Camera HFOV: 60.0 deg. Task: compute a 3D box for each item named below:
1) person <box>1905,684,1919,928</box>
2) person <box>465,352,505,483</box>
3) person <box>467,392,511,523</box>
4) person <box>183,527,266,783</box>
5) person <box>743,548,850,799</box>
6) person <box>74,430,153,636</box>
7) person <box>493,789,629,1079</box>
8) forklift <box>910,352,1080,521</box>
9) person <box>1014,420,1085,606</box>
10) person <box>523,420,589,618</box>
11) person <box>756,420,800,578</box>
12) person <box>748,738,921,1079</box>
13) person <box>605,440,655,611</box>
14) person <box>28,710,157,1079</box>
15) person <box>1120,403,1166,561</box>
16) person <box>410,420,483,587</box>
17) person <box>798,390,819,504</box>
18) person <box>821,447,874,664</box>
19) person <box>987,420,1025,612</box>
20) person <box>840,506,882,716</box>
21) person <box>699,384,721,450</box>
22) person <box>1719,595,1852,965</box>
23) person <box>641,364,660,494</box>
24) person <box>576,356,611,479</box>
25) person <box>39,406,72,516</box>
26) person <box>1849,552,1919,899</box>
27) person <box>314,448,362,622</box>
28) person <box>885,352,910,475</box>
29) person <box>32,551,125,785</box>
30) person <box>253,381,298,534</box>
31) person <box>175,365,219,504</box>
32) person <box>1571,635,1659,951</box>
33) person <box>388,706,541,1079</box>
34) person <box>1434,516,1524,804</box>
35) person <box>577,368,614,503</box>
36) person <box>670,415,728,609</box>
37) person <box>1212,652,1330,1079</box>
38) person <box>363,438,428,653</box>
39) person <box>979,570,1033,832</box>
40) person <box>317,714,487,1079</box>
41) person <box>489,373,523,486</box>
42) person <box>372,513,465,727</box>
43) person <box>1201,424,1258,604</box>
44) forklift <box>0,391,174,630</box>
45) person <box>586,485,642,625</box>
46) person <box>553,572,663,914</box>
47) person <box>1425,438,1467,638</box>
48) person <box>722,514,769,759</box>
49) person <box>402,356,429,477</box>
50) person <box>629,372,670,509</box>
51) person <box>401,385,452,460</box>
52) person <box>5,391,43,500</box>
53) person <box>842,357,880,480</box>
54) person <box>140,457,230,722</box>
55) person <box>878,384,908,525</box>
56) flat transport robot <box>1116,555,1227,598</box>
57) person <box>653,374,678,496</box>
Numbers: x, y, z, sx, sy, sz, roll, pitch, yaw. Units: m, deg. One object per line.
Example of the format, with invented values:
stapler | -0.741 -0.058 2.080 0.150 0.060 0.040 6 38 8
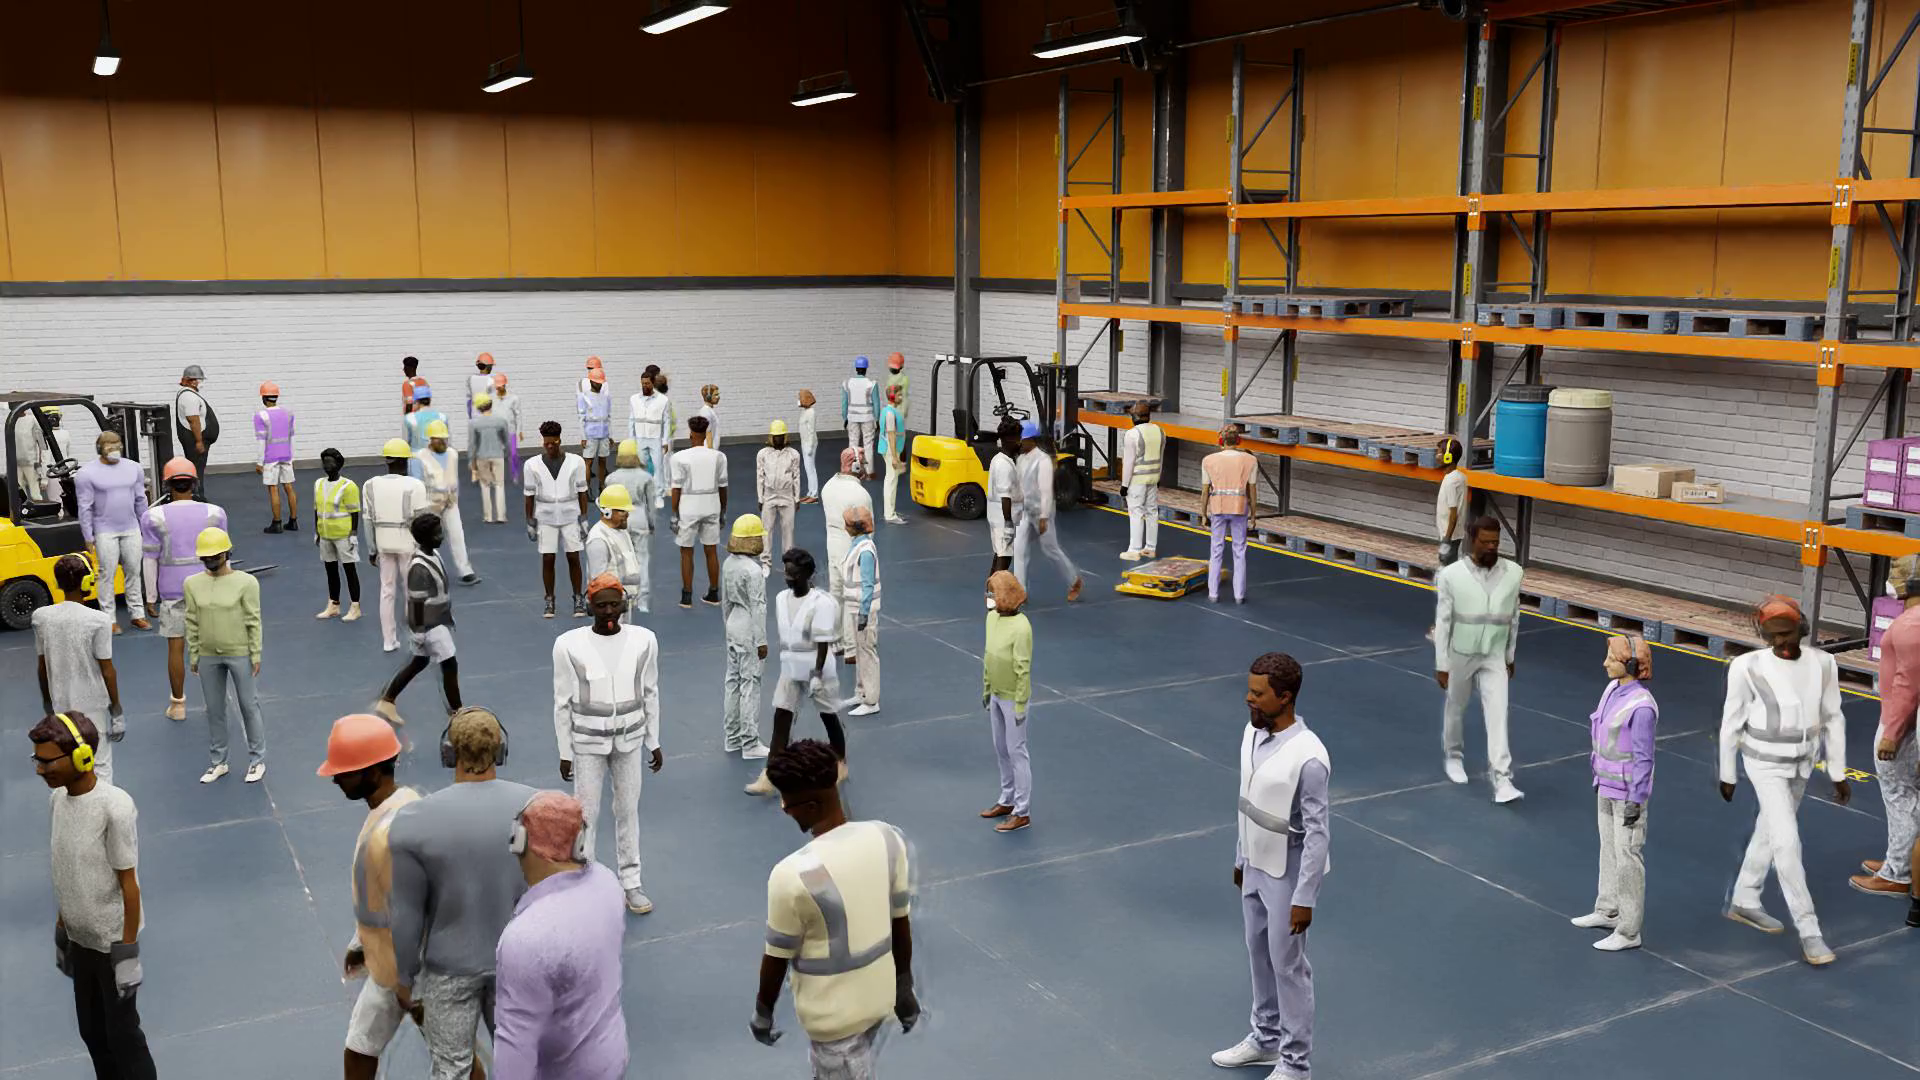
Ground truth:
person | 5.238 1.141 8.635 0.391 1.927 0.546 -4 11 -23
person | -7.360 -1.893 25.833 0.616 2.029 0.431 3 10 16
person | -6.202 -1.082 21.926 0.551 1.766 0.331 -4 10 -20
person | -4.960 0.777 11.211 0.515 1.759 0.335 0 10 2
person | -1.057 0.881 10.899 0.552 1.647 0.881 7 12 35
person | -7.924 -0.073 15.613 0.379 1.931 0.635 8 12 37
person | -1.242 1.739 5.344 0.525 1.884 0.755 1 10 6
forklift | 0.460 -1.461 22.833 2.313 2.155 1.214 -5 11 -28
person | 0.841 -0.268 16.825 0.927 1.906 0.663 -6 11 -30
person | -3.951 -0.203 16.300 0.615 1.951 0.388 -2 10 -13
person | -1.995 -0.453 18.322 0.483 1.745 0.302 -2 10 -12
person | -0.420 1.630 5.895 0.881 1.912 0.606 6 11 31
person | -3.325 -0.162 16.804 0.495 1.692 0.907 -2 10 -14
person | -3.339 1.562 6.417 0.527 1.856 0.346 6 12 32
person | 2.100 -0.680 19.370 0.621 1.838 0.429 -8 13 -40
person | -5.501 -0.371 17.709 0.875 1.790 0.624 8 12 37
person | -2.168 -1.331 23.730 0.278 1.628 0.505 -3 10 -16
person | -0.945 0.128 14.551 0.399 1.900 0.650 -7 12 -34
person | 0.446 -0.192 16.180 0.362 1.963 0.613 -1 10 -5
person | -0.763 0.541 12.903 0.310 1.640 0.514 -2 10 -12
person | -3.284 -1.136 21.967 0.345 1.846 0.508 -2 10 -11
person | 4.256 1.207 8.484 0.565 1.841 0.839 -3 10 -18
person | -4.580 -1.646 24.699 0.392 1.917 0.593 -2 10 -10
person | -5.759 -1.927 26.253 0.553 1.935 0.362 2 10 13
person | -10.864 -0.753 19.981 0.309 1.772 0.525 1 10 4
person | 5.262 1.024 9.264 0.359 1.937 0.635 9 13 41
person | -6.051 -0.051 16.133 0.541 1.700 0.316 4 11 22
person | -1.054 -2.039 26.768 0.453 1.987 0.811 -5 11 -27
person | -5.109 0.990 9.686 0.506 1.864 0.332 2 10 9
person | -8.732 -1.047 21.186 0.377 1.938 0.547 6 12 33
person | -10.508 -1.406 22.955 0.536 2.000 0.676 -6 12 -32
person | 3.408 1.292 8.578 0.306 1.640 0.522 0 10 1
person | -1.772 1.566 6.180 0.639 1.928 0.374 -5 11 -28
person | 3.412 0.773 10.912 0.613 1.860 1.006 -1 10 -5
person | -5.206 -1.509 23.870 0.366 1.930 0.542 9 14 43
person | -2.630 -0.282 16.768 0.618 1.950 0.387 -6 11 -31
person | 1.354 1.413 7.085 0.378 1.915 0.598 -3 10 -17
person | -5.017 0.054 14.886 0.591 1.923 0.381 1 10 7
person | 0.284 0.989 10.369 0.294 1.625 0.502 -5 11 -26
person | -2.181 1.567 6.299 0.946 1.883 0.548 -1 10 -7
person | -6.987 -1.684 25.426 0.582 1.753 0.359 -1 10 -3
person | -4.026 0.612 12.433 0.834 1.666 0.528 -2 10 -11
person | 2.730 -0.252 16.913 0.559 1.836 0.394 2 10 10
forklift | -9.026 -0.363 16.508 1.214 2.155 2.313 6 11 29
person | -2.653 0.473 12.795 0.403 1.817 0.601 1 10 6
person | -1.887 1.106 8.951 0.574 1.883 0.360 -5 11 -26
person | 4.525 -0.009 15.409 0.310 1.868 0.534 4 11 23
person | -1.501 0.676 11.827 0.314 1.743 0.493 -7 12 -35
person | -8.483 -1.880 25.900 0.362 1.963 0.613 2 10 12
person | -4.334 -1.397 23.257 0.593 1.920 0.392 1 10 8
person | -6.735 -1.003 21.058 0.627 1.914 0.918 -6 11 -30
person | -11.609 -0.917 20.633 0.519 1.873 0.328 1 10 8
person | -1.547 -1.897 26.088 0.627 1.943 0.411 2 10 14
person | -5.917 0.376 12.736 0.613 2.032 0.412 -7 12 -35
person | -0.894 -1.129 21.920 0.389 1.846 0.567 -1 10 -5
flat transport robot | 2.276 0.378 17.777 0.652 0.197 1.431 6 12 31
person | -4.364 -1.523 24.364 0.465 1.812 0.713 -1 10 -3
